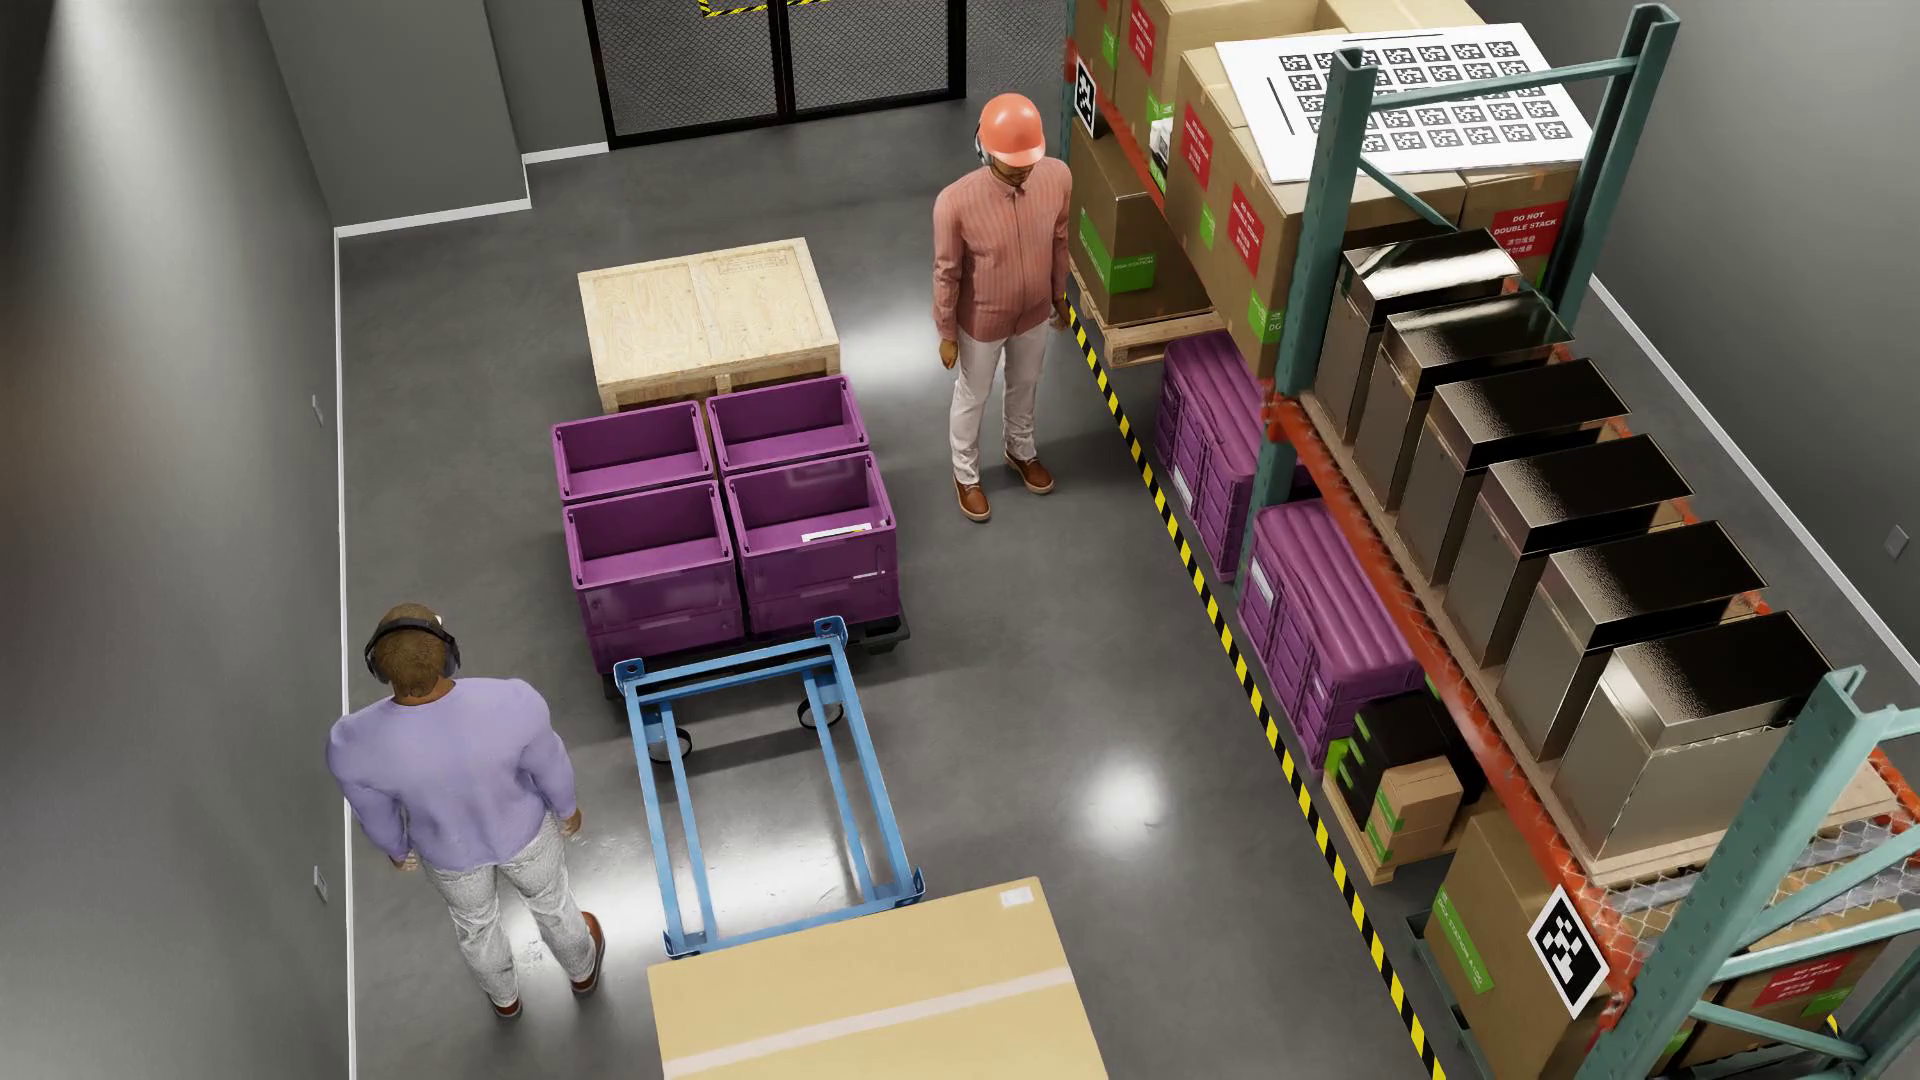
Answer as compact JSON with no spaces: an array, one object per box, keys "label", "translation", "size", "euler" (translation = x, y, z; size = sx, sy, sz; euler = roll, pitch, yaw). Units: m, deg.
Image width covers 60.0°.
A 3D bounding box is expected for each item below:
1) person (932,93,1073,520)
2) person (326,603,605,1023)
[{"label":"person","translation":[0.181,-0.919,6.692],"size":[0.622,1.993,0.384],"euler":[-23,51,-20]},{"label":"person","translation":[-1.468,0.874,5.084],"size":[0.627,1.941,0.370],"euler":[-13,49,-11]}]
